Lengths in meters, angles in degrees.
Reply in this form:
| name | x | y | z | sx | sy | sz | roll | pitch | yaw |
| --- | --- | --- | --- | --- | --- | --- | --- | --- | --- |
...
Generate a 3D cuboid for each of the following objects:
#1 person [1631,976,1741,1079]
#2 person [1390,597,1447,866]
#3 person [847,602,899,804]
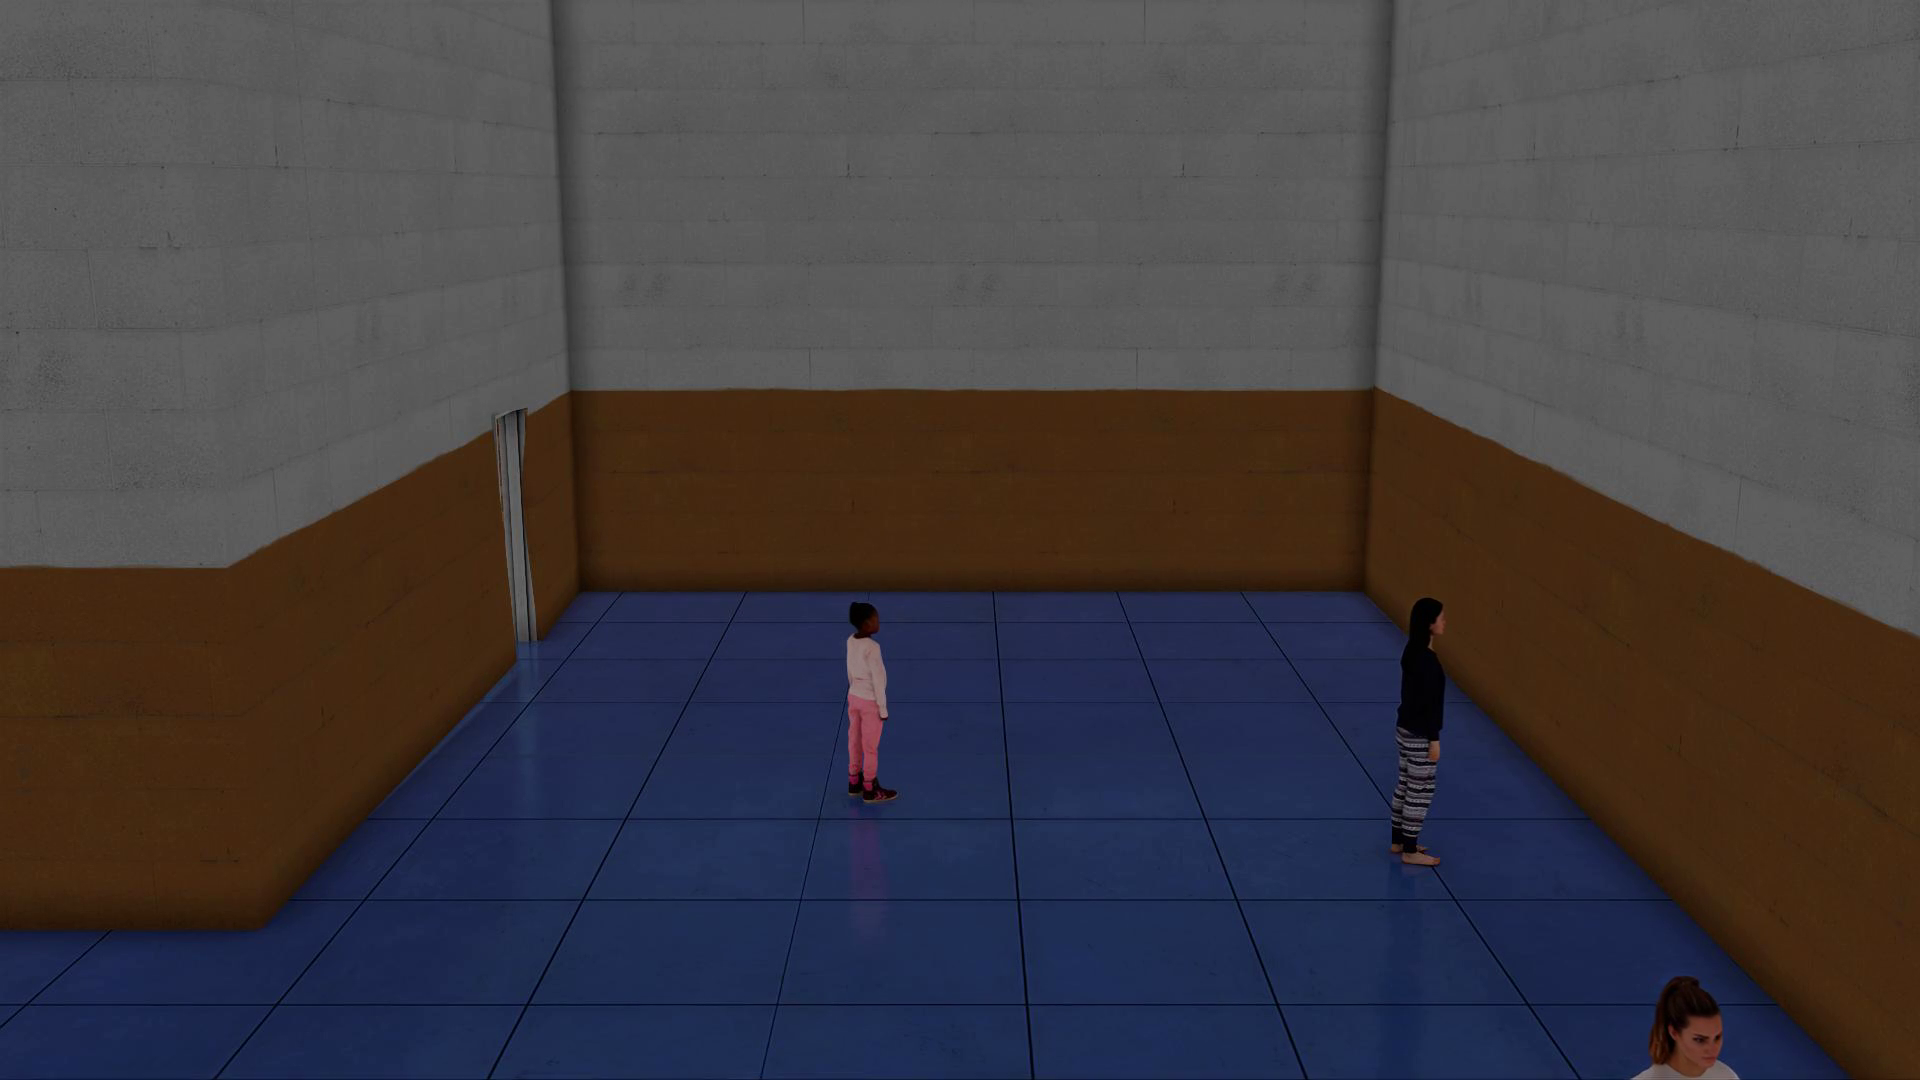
| name | x | y | z | sx | sy | sz | roll | pitch | yaw |
| --- | --- | --- | --- | --- | --- | --- | --- | --- | --- |
| person | 2.378 | 2.286 | 5.565 | 0.558 | 1.719 | 0.729 | -4 | 12 | -17 |
| person | 2.934 | 1.209 | 10.643 | 0.530 | 1.734 | 0.621 | -1 | 12 | -4 |
| person | -0.664 | 1.125 | 11.751 | 0.666 | 1.441 | 0.630 | -9 | 15 | -35 |
